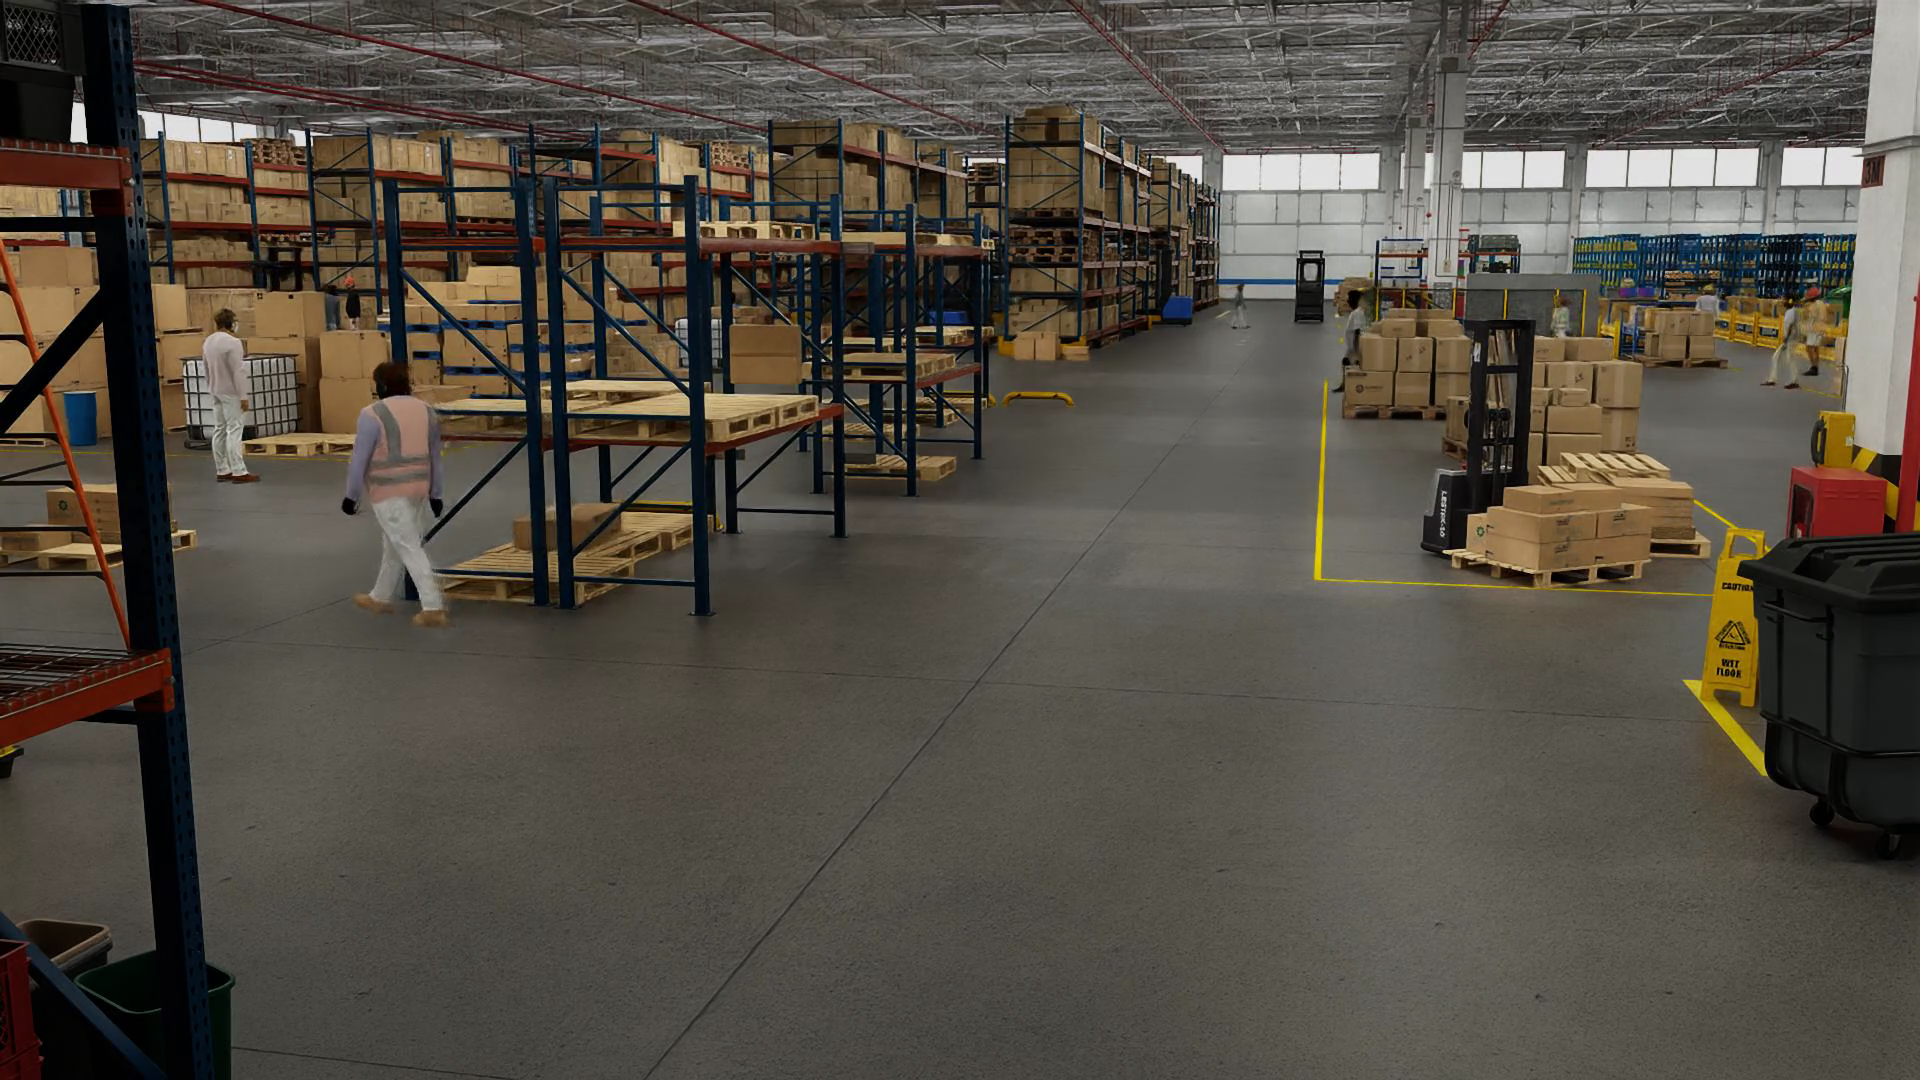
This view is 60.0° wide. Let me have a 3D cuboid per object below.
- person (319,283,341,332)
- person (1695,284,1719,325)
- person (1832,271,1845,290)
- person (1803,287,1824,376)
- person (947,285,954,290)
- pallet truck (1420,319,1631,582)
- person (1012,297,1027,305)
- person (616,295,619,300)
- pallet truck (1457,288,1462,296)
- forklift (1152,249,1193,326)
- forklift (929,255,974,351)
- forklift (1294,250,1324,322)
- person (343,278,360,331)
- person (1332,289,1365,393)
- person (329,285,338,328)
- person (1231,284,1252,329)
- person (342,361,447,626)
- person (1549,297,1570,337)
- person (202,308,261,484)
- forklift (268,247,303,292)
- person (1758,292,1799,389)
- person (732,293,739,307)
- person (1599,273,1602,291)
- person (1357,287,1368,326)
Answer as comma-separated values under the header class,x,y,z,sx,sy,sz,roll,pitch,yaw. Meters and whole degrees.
class,x,y,z,sx,sy,sz,roll,pitch,yaw
person,-14.607,-4.955,38.366,0.630,1.931,0.366,-7,12,-35
person,20.242,-6.028,45.082,0.602,1.805,0.792,3,10,15
person,42.717,-12.112,80.684,0.629,1.942,0.979,-2,10,-12
person,18.224,-4.445,35.498,0.671,1.888,0.364,-9,13,-44
person,-0.292,-7.060,51.521,0.316,1.696,0.548,-9,13,-44
pallet truck,4.543,-0.757,13.299,0.823,1.965,1.885,-4,10,-22
person,2.081,-8.365,58.442,0.618,1.970,0.889,-3,10,-16
person,-8.487,-5.250,40.993,0.523,1.631,0.316,0,10,2
pallet truck,20.506,-9.785,68.819,0.653,1.274,1.630,2,10,12
forklift,7.646,-9.320,61.395,1.873,2.768,1.129,2,10,11
forklift,-0.275,-6.521,44.819,1.129,2.768,1.873,2,10,12
forklift,13.778,-10.002,65.433,1.129,2.768,1.873,2,10,12
person,-15.774,-5.806,43.207,0.382,1.995,0.612,-5,11,-28
person,7.394,-3.664,30.735,0.878,1.938,0.601,0,10,2
person,-15.357,-5.276,40.537,0.884,1.842,0.623,3,10,15
person,9.949,-8.228,58.710,0.835,1.589,0.518,4,10,23
person,-3.848,-0.314,11.328,0.967,1.793,0.616,4,11,24
person,13.685,-4.771,38.182,0.792,1.603,0.539,-1,10,-8
person,-8.090,-1.588,18.390,0.627,1.940,0.375,6,12,33
forklift,-19.758,-7.210,48.899,1.129,2.768,1.873,2,10,12
person,15.694,-3.799,31.769,0.823,1.836,0.573,2,10,14
person,-5.544,-5.106,39.984,0.675,1.669,0.559,8,13,40
person,31.524,-12.356,82.595,0.699,1.793,0.619,4,10,23
person,10.311,-5.660,43.052,0.540,1.745,0.457,-5,11,-28
